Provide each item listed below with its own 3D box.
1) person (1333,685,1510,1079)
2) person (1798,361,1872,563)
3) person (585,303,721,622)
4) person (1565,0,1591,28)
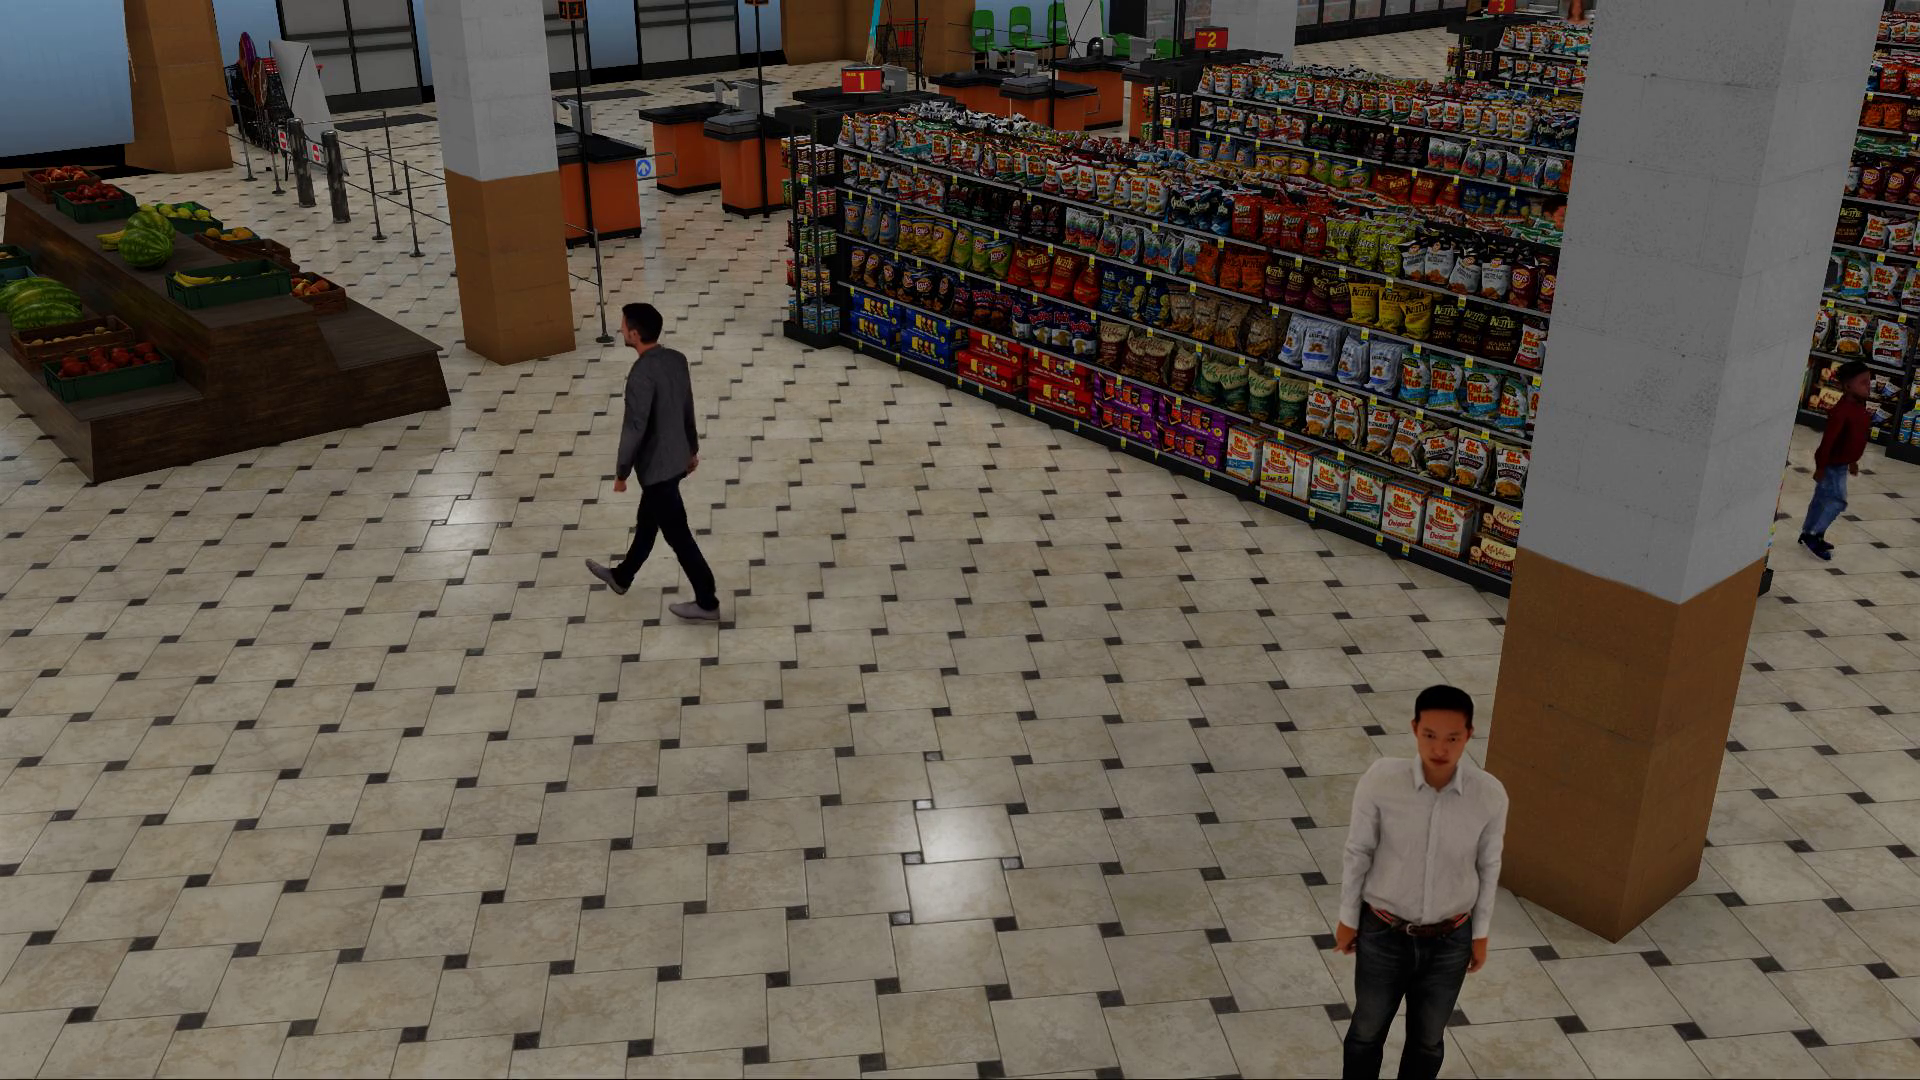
[{"bbox_3d":[1.499,1.277,5.491,0.718,1.811,0.800,4,24,9],"label":"person"},{"bbox_3d":[5.358,-0.515,10.290,0.513,1.247,0.521,20,31,38],"label":"person"},{"bbox_3d":[-1.585,-0.383,9.264,1.261,1.827,1.112,7,24,15],"label":"person"},{"bbox_3d":[9.107,-7.105,24.739,1.151,1.737,1.050,8,25,18],"label":"person"}]
